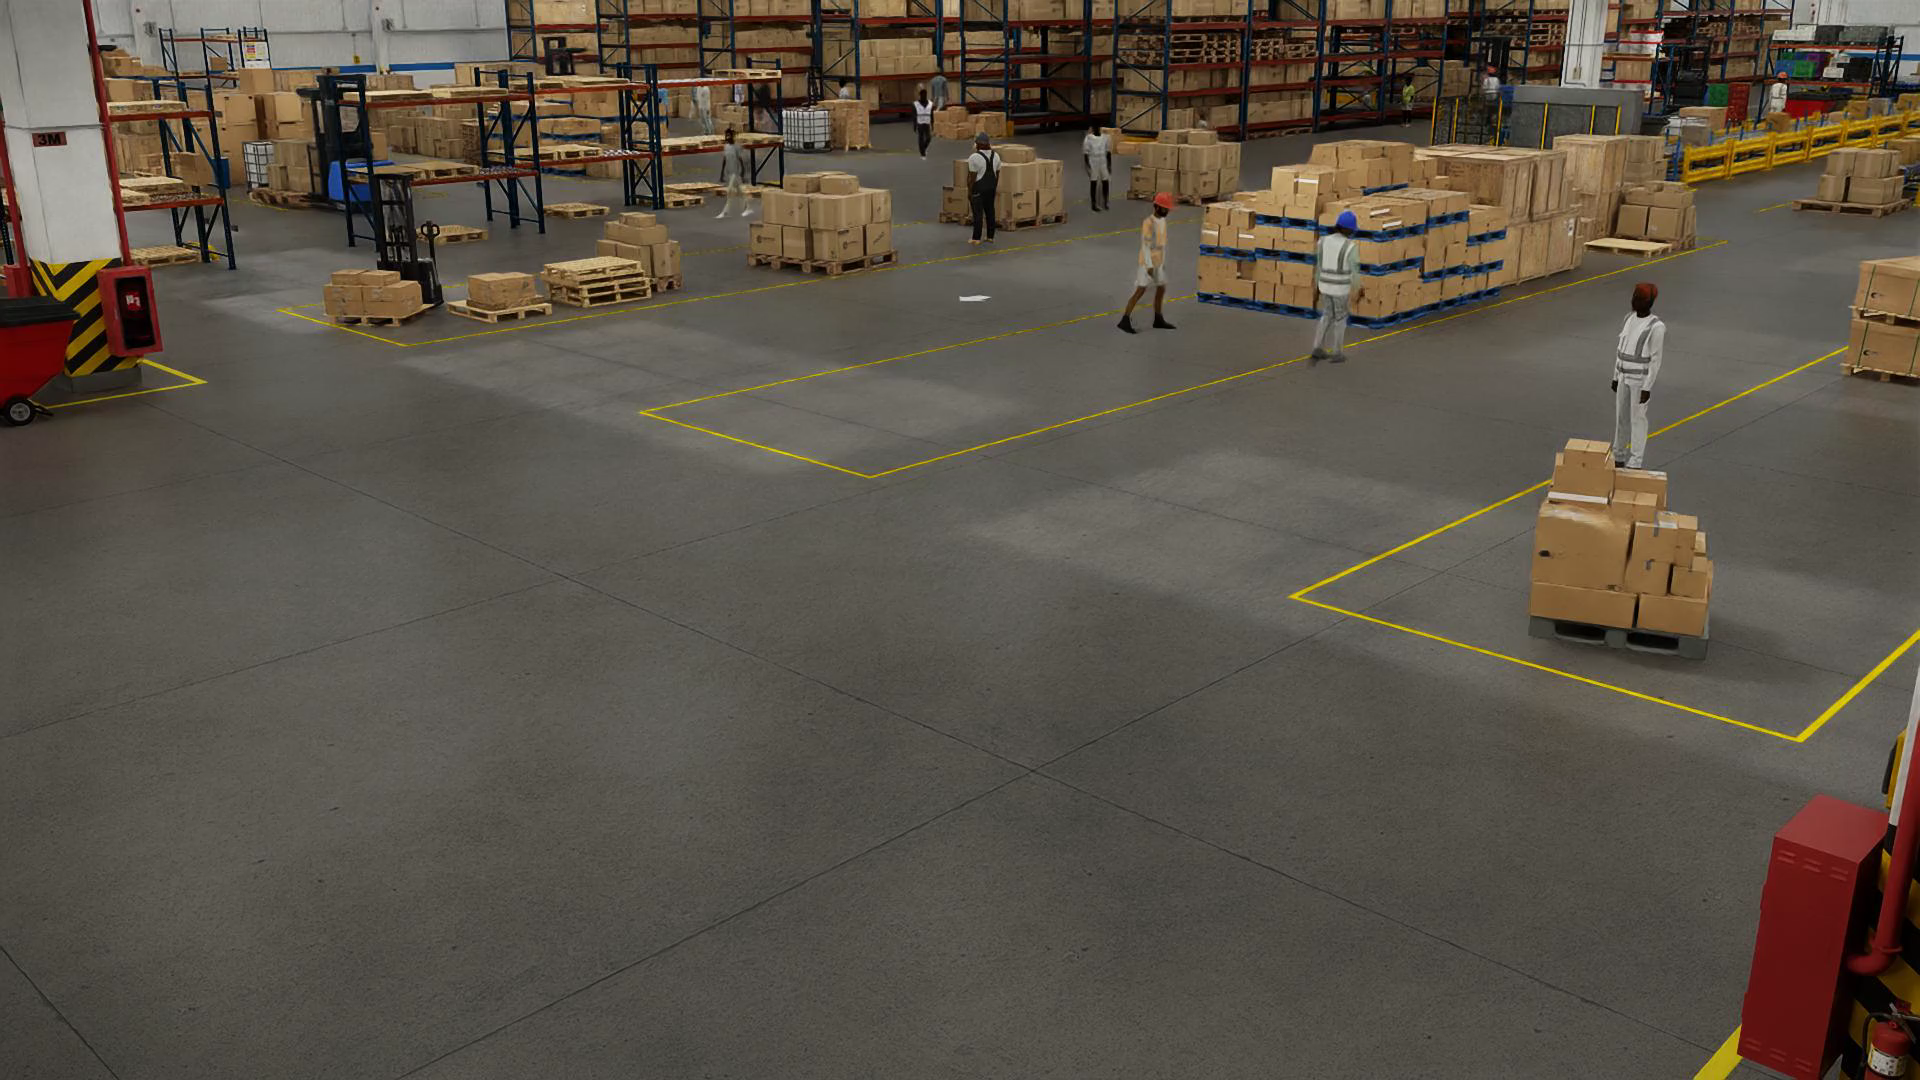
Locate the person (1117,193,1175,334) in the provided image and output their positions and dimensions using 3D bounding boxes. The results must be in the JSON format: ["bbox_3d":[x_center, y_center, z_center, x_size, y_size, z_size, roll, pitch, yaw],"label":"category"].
[{"bbox_3d":[2.593,-3.776,22.720,0.566,1.894,0.767,13,22,34],"label":"person"}]

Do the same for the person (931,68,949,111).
[{"bbox_3d":[-0.750,-15.372,57.626,0.637,1.911,0.881,13,22,34],"label":"person"}]

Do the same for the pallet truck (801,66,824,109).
[{"bbox_3d":[-4.812,-15.182,56.903,0.823,1.965,1.885,-9,21,-26],"label":"pallet truck"}]

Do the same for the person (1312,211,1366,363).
[{"bbox_3d":[4.751,-3.156,20.796,0.511,1.915,0.648,-13,22,-34],"label":"person"}]

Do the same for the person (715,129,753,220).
[{"bbox_3d":[-4.656,-7.504,34.064,1.010,1.820,0.530,-17,25,-42],"label":"person"}]

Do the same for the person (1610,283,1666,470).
[{"bbox_3d":[6.452,-1.527,15.939,0.355,1.884,0.575,-4,19,-13],"label":"person"}]

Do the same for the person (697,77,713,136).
[{"bbox_3d":[-7.961,-13.419,51.720,0.393,1.927,0.645,-12,22,-33],"label":"person"}]

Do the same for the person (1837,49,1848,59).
[{"bbox_3d":[40.681,-21.828,76.961,0.632,1.970,0.439,3,19,10],"label":"person"}]

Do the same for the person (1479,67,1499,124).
[{"bbox_3d":[18.386,-15.454,57.872,0.564,1.904,0.876,-4,19,-13],"label":"person"}]

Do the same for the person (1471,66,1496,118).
[{"bbox_3d":[19.123,-16.318,60.547,0.993,1.863,0.657,10,21,29],"label":"person"}]

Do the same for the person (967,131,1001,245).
[{"bbox_3d":[0.382,-6.474,30.598,0.689,2.000,0.539,-14,23,-37],"label":"person"}]

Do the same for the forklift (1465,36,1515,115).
[{"bbox_3d":[19.973,-17.201,61.605,1.873,2.768,1.129,16,24,40],"label":"forklift"}]

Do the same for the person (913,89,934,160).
[{"bbox_3d":[-1.005,-11.431,45.751,0.616,1.902,0.454,-7,19,-19],"label":"person"}]

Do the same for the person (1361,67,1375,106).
[{"bbox_3d":[15.211,-16.621,61.630,0.835,1.731,0.541,13,22,34],"label":"person"}]

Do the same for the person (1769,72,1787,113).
[{"bbox_3d":[25.570,-13.575,51.990,0.373,2.043,0.615,-7,20,-21],"label":"person"}]

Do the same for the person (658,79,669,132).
[{"bbox_3d":[-9.727,-14.191,54.390,0.319,1.695,0.532,5,19,14],"label":"person"}]

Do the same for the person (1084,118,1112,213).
[{"bbox_3d":[2.917,-7.876,34.967,0.631,1.948,0.462,-4,19,-12],"label":"person"}]

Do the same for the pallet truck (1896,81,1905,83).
[{"bbox_3d":[34.802,-16.331,61.455,0.653,1.274,1.630,17,25,41],"label":"pallet truck"}]

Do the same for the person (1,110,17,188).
[{"bbox_3d":[-21.432,-8.743,37.622,0.701,1.917,0.661,14,23,36],"label":"person"}]

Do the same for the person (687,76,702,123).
[{"bbox_3d":[-9.296,-15.439,58.288,0.805,1.604,0.516,15,24,39],"label":"person"}]

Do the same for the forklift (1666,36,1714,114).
[{"bbox_3d":[27.341,-17.291,61.877,1.129,2.768,1.873,17,25,41],"label":"forklift"}]

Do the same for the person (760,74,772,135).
[{"bbox_3d":[-6.164,-13.646,52.318,0.583,1.979,0.621,3,19,10],"label":"person"}]

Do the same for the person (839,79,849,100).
[{"bbox_3d":[-3.855,-14.587,55.651,0.861,1.647,0.550,-5,19,-15],"label":"person"}]

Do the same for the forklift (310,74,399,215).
[{"bbox_3d":[-12.814,-8.326,34.866,1.873,2.768,1.129,17,25,41],"label":"forklift"}]

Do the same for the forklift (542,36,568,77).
[{"bbox_3d":[-14.956,-17.205,61.619,1.873,2.768,1.129,10,21,29],"label":"forklift"}]

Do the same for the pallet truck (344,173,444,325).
[{"bbox_3d":[-8.209,-4.181,23.757,0.823,1.965,1.885,3,19,9],"label":"pallet truck"}]

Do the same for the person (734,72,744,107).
[{"bbox_3d":[-7.320,-14.659,55.445,0.385,1.930,0.540,-5,19,-15],"label":"person"}]

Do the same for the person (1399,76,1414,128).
[{"bbox_3d":[15.121,-14.809,56.244,0.318,1.698,0.539,-7,20,-19],"label":"person"}]

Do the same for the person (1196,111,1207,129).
[{"bbox_3d":[6.146,-9.991,41.882,0.810,1.608,0.529,7,20,19],"label":"person"}]
